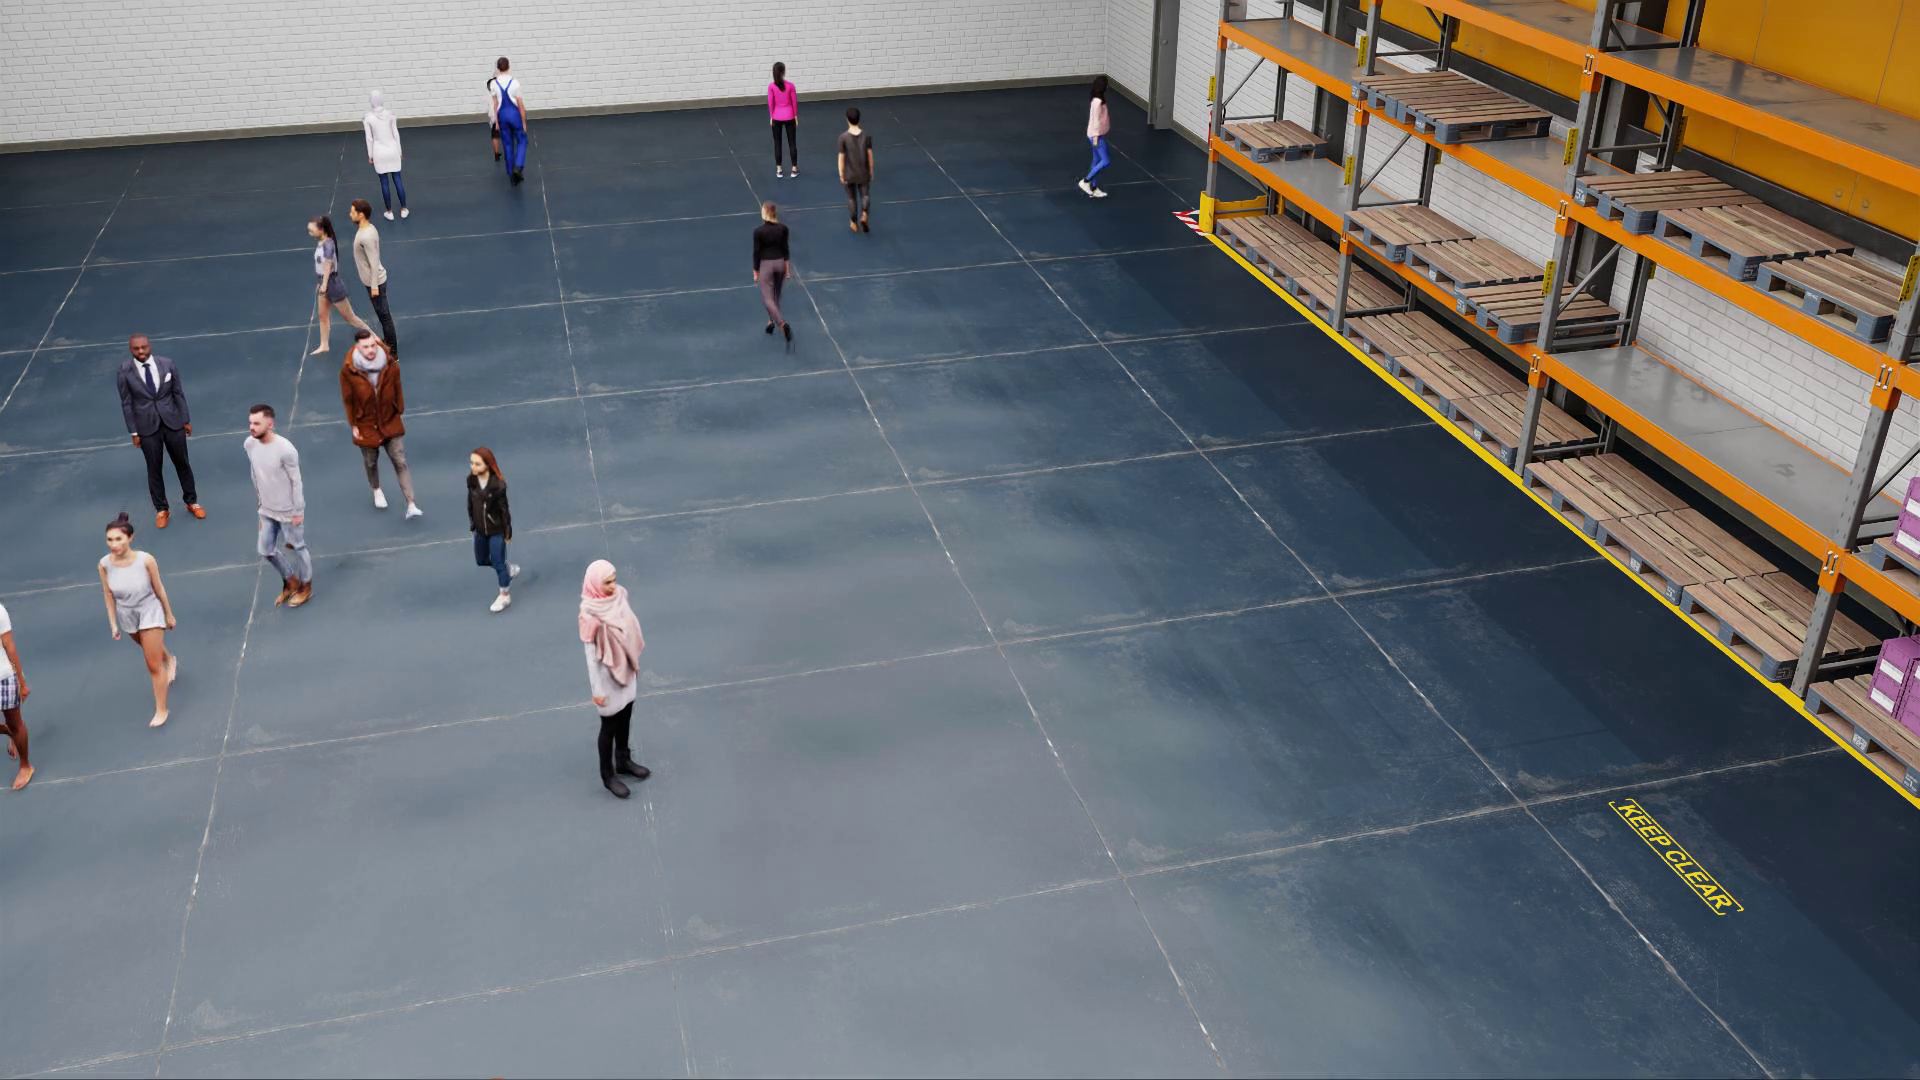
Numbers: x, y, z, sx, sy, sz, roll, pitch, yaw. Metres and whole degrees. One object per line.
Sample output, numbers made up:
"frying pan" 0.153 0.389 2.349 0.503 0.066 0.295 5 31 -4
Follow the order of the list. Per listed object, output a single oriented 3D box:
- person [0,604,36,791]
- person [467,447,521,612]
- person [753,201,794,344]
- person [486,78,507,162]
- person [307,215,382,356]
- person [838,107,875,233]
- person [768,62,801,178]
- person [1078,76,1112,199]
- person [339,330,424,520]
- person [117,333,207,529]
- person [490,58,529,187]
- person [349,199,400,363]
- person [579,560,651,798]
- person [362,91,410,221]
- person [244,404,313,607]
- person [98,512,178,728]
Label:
"person" -6.783 0.917 11.705 0.687 1.721 0.762 -3 29 -6
"person" -3.872 -0.134 13.890 0.759 1.473 0.823 13 31 23
"person" -2.114 -3.019 19.000 0.793 1.645 1.073 -17 33 -29
"person" -7.186 -6.534 25.849 0.524 1.257 0.545 -1 29 -1
"person" -6.971 -2.854 18.726 0.867 1.617 1.007 -17 33 -29
"person" -1.386 -4.970 22.517 0.683 1.702 0.843 -4 29 -7
"person" -2.654 -6.321 24.997 0.625 1.699 0.609 -2 29 -4
"person" 1.896 -5.799 23.977 0.849 1.760 0.757 4 29 6
"person" -5.385 -1.070 15.275 0.889 1.790 1.186 -15 32 -26
"person" -7.307 -1.033 15.172 0.765 1.824 0.724 -18 33 -29
"person" -6.658 -6.161 24.556 0.729 1.839 0.804 -2 29 -3
"person" -6.518 -2.883 18.520 0.754 1.866 0.540 -11 31 -20
"person" -2.418 0.940 11.577 0.798 1.803 0.722 12 31 21
"person" -7.993 -5.362 23.156 0.646 1.777 0.584 -13 31 -22
"person" -5.609 -0.323 13.862 0.809 1.831 0.833 11 30 19
"person" -6.153 0.537 12.560 0.718 1.569 1.103 -2 29 -3
